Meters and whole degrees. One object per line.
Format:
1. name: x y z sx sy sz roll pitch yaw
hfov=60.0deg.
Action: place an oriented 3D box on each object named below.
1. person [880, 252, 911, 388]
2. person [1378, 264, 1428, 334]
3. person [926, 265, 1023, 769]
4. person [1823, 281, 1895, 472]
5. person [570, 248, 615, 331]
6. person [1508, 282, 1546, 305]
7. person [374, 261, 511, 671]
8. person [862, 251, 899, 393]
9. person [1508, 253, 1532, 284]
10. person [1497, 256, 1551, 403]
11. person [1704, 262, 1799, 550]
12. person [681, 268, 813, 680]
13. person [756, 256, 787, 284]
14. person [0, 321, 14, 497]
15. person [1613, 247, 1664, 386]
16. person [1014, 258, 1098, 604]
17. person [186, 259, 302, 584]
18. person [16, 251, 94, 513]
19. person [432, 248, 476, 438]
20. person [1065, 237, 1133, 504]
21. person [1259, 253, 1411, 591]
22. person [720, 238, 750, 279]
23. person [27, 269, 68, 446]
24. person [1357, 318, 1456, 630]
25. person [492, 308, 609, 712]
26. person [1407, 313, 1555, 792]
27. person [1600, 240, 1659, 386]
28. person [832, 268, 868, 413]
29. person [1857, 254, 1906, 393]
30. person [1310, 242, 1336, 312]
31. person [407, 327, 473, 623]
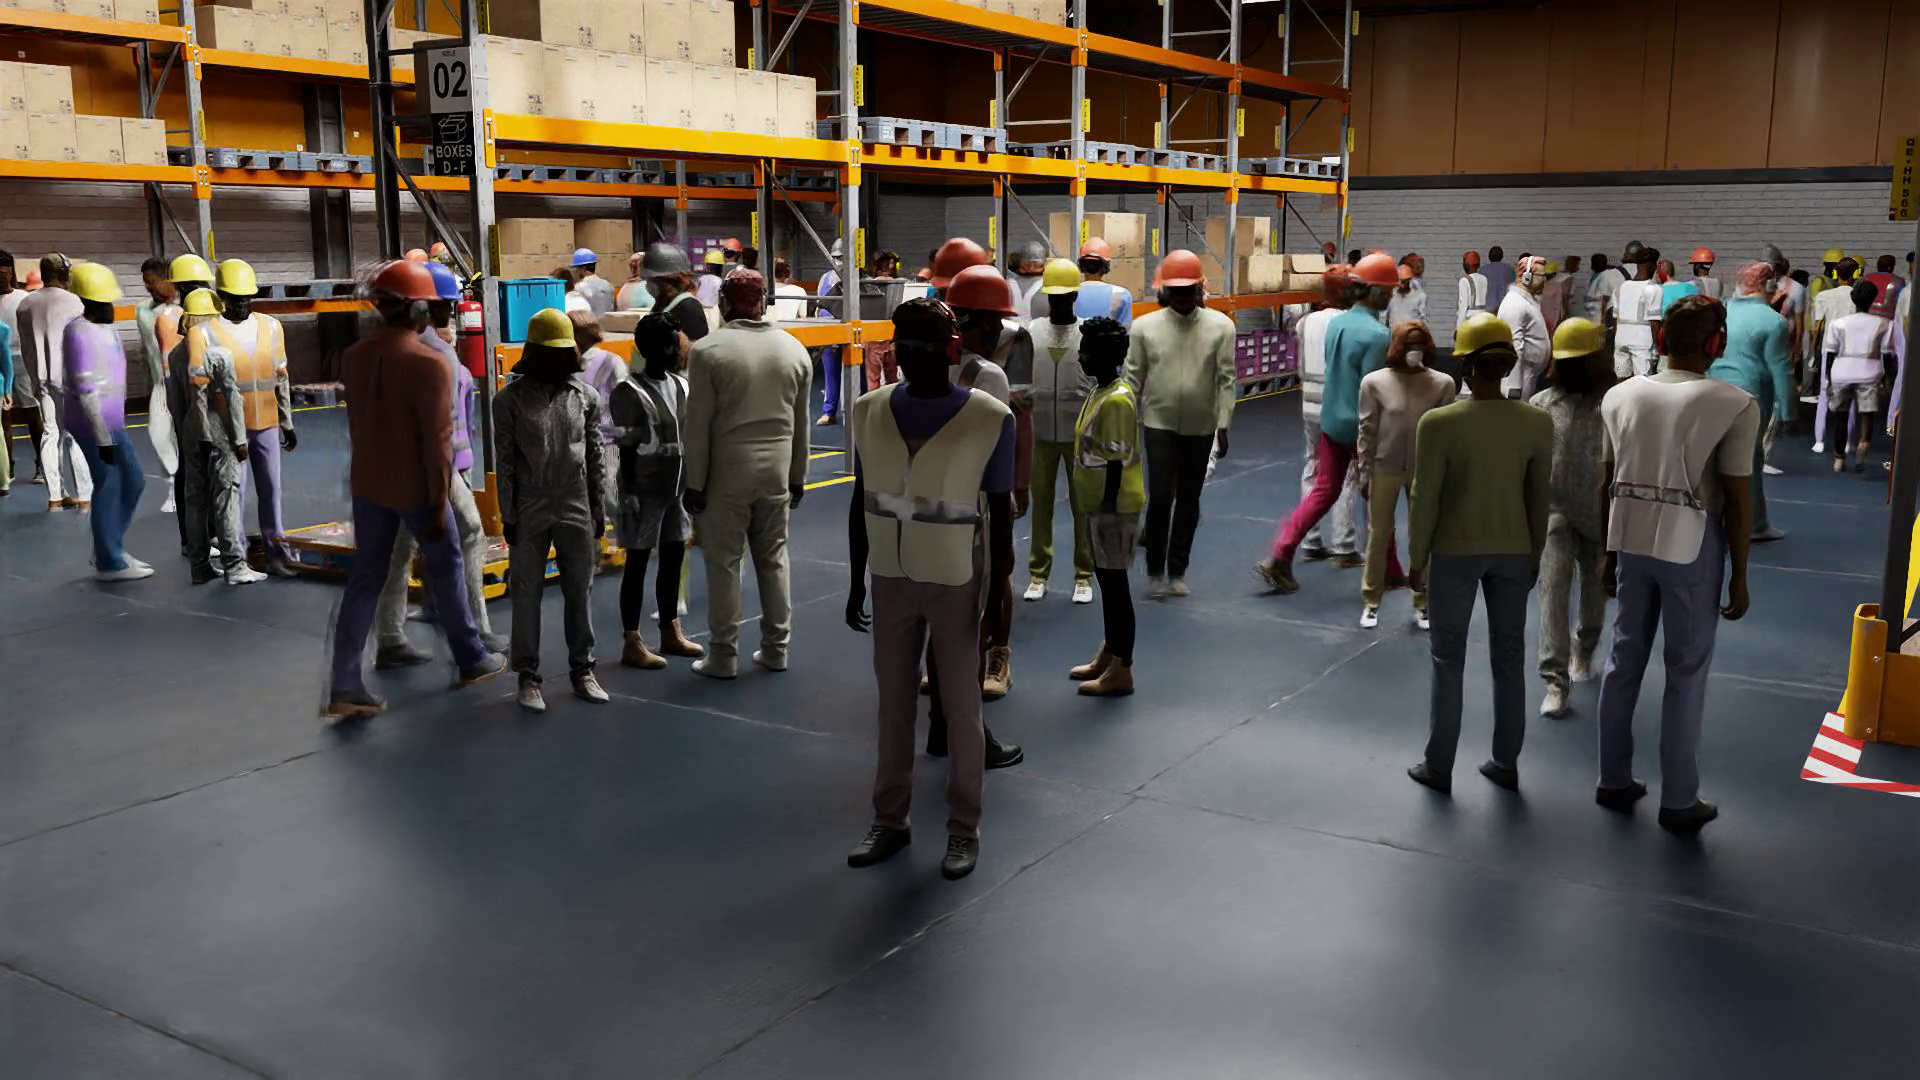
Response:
1. person: -0.838 -2.643 20.747 0.514 1.872 0.332 4 11 20
2. person: 5.266 -2.420 19.897 0.584 1.722 0.711 5 11 25
3. person: 0.052 -0.081 6.401 0.386 1.929 0.543 -6 12 -30
4. person: 7.738 -1.390 14.347 0.538 1.681 0.652 5 11 26
5. person: -3.850 -2.074 17.418 0.422 1.933 0.616 5 12 28
6. person: 6.828 -2.535 20.294 0.534 1.825 0.939 8 13 39
7. person: -2.484 -0.348 7.904 0.637 1.916 0.774 7 13 36
8. person: -0.806 -2.099 17.638 0.603 1.904 0.386 -8 13 -38
9. person: 8.429 -3.386 24.980 0.352 1.839 0.500 -7 12 -32
10. person: 4.385 -1.252 12.967 0.402 1.899 0.646 5 11 24
11. person: 5.231 -0.859 10.856 0.846 1.864 0.683 -2 10 -13
12. person: -0.995 -0.301 7.721 0.653 1.894 0.401 -8 13 -39
13. person: -2.673 -3.196 23.764 0.665 1.899 0.847 5 11 25
14. person: -7.701 -1.178 13.000 0.350 1.739 0.575 6 12 32
15. person: 6.875 -1.989 16.892 0.375 1.958 0.609 -5 11 -24
16. person: 0.568 -0.598 9.280 0.586 1.920 0.396 3 11 18
17. person: -4.221 -0.692 9.834 0.397 1.912 0.592 8 13 37
18. person: -6.651 -1.161 12.353 0.627 1.938 0.373 3 11 16
19. person: -5.178 -1.997 16.978 0.355 1.937 0.634 -6 12 -31
20. person: 1.014 -1.290 12.770 0.616 2.041 0.379 1 10 4
21. person: 2.190 -0.648 9.493 0.967 1.956 0.640 -4 11 -21
22. person: -3.177 -3.193 23.313 0.605 2.045 0.388 3 11 18
23. person: -8.946 -1.775 16.300 0.574 1.742 0.356 -3 11 -19
24. person: 2.306 -0.332 8.629 0.501 1.626 0.282 1 10 6
25. person: -1.749 -0.126 7.183 0.484 1.738 0.319 -6 12 -30
26. person: 1.897 0.053 6.119 0.525 1.761 0.340 -1 10 -5
27. person: 8.471 -2.794 21.112 0.684 2.000 0.535 3 11 14
28. person: -1.131 -2.180 18.096 0.598 1.907 0.408 -5 11 -24
29. person: 12.179 -2.858 22.060 0.431 1.835 0.627 -8 13 -37
30. person: 6.215 -4.059 28.287 0.612 1.985 0.412 -4 11 -20
31. person: -2.770 -0.378 8.864 0.316 1.630 0.519 5 11 24
